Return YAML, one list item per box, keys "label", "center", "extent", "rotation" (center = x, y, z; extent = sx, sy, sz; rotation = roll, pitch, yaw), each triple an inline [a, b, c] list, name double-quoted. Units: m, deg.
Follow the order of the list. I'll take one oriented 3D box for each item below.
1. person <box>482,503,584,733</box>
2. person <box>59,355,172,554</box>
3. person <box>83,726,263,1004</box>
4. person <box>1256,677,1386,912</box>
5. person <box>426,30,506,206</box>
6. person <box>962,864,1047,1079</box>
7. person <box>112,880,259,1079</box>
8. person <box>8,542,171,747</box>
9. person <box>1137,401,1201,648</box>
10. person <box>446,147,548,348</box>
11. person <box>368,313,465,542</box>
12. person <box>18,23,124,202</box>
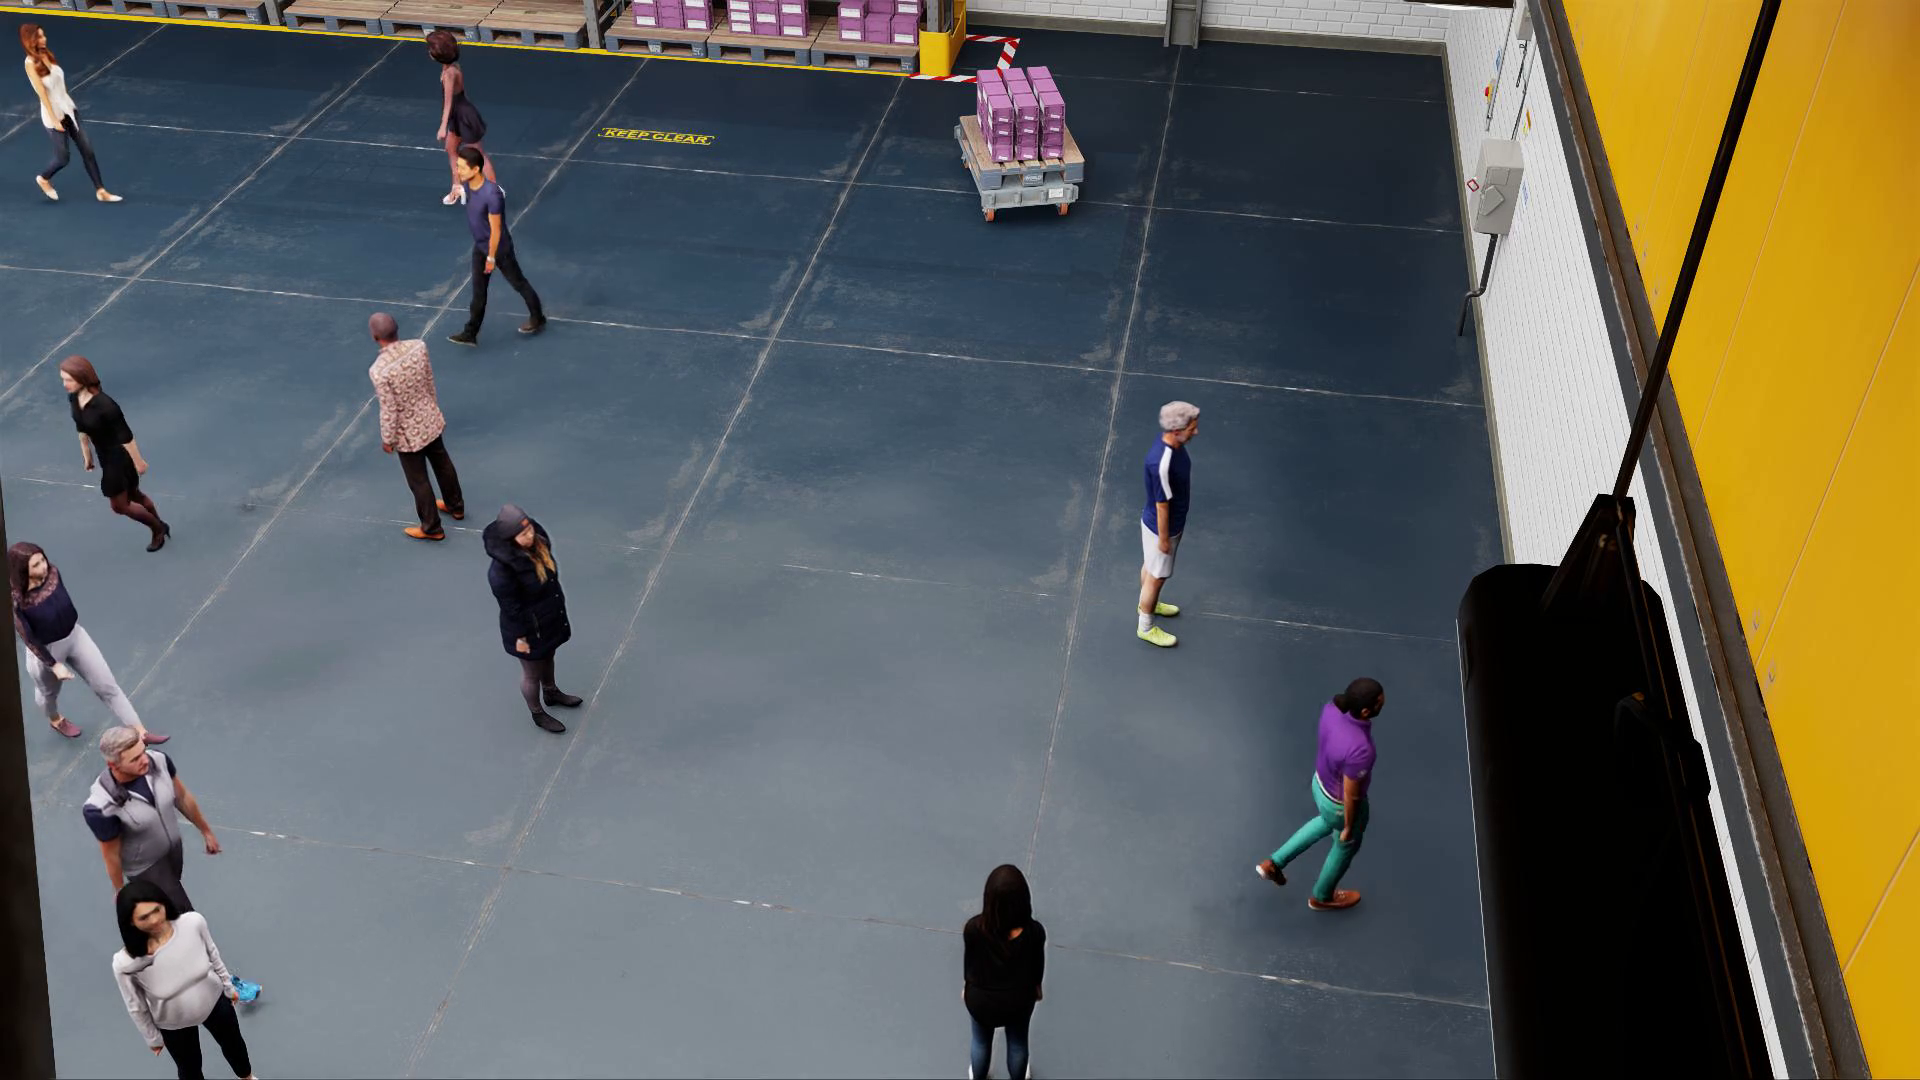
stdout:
- label: "person"
  center: [-2.640, 0.466, 10.235]
  extent: [0.660, 1.675, 0.682]
  rotation: [9, 40, 12]
- label: "person"
  center: [-5.782, -0.612, 11.572]
  extent: [0.681, 1.690, 0.760]
  rotation: [25, 45, 28]
- label: "person"
  center: [-4.282, 1.644, 8.667]
  extent: [0.993, 1.790, 0.745]
  rotation: [10, 40, 12]
- label: "person"
  center: [1.964, 1.400, 9.005]
  extent: [0.942, 1.750, 0.815]
  rotation: [-7, 39, -9]
- label: "person"
  center: [-4.575, -3.933, 15.672]
  extent: [0.924, 1.764, 0.800]
  rotation: [-13, 40, -16]
- label: "person"
  center: [0.197, 2.193, 8.096]
  extent: [0.503, 1.645, 0.640]
  rotation: [0, 39, 0]
- label: "person"
  center: [-3.705, 2.240, 7.995]
  extent: [0.722, 1.698, 0.708]
  rotation: [28, 46, 30]
- label: "person"
  center: [-5.510, 0.679, 10.071]
  extent: [1.134, 1.547, 0.723]
  rotation: [12, 40, 15]
- label: "person"
  center: [1.329, -0.135, 10.862]
  extent: [0.537, 1.832, 0.624]
  rotation: [6, 39, 7]
- label: "person"
  center: [-3.785, -2.440, 13.822]
  extent: [1.139, 1.739, 1.084]
  rotation: [30, 47, 32]
- label: "person"
  center: [-3.842, -0.808, 11.722]
  extent: [0.689, 1.810, 0.745]
  rotation: [17, 42, 20]
- label: "person"
  center: [-8.603, -4.000, 15.757]
  extent: [0.999, 1.763, 0.578]
  rotation: [6, 39, 8]
